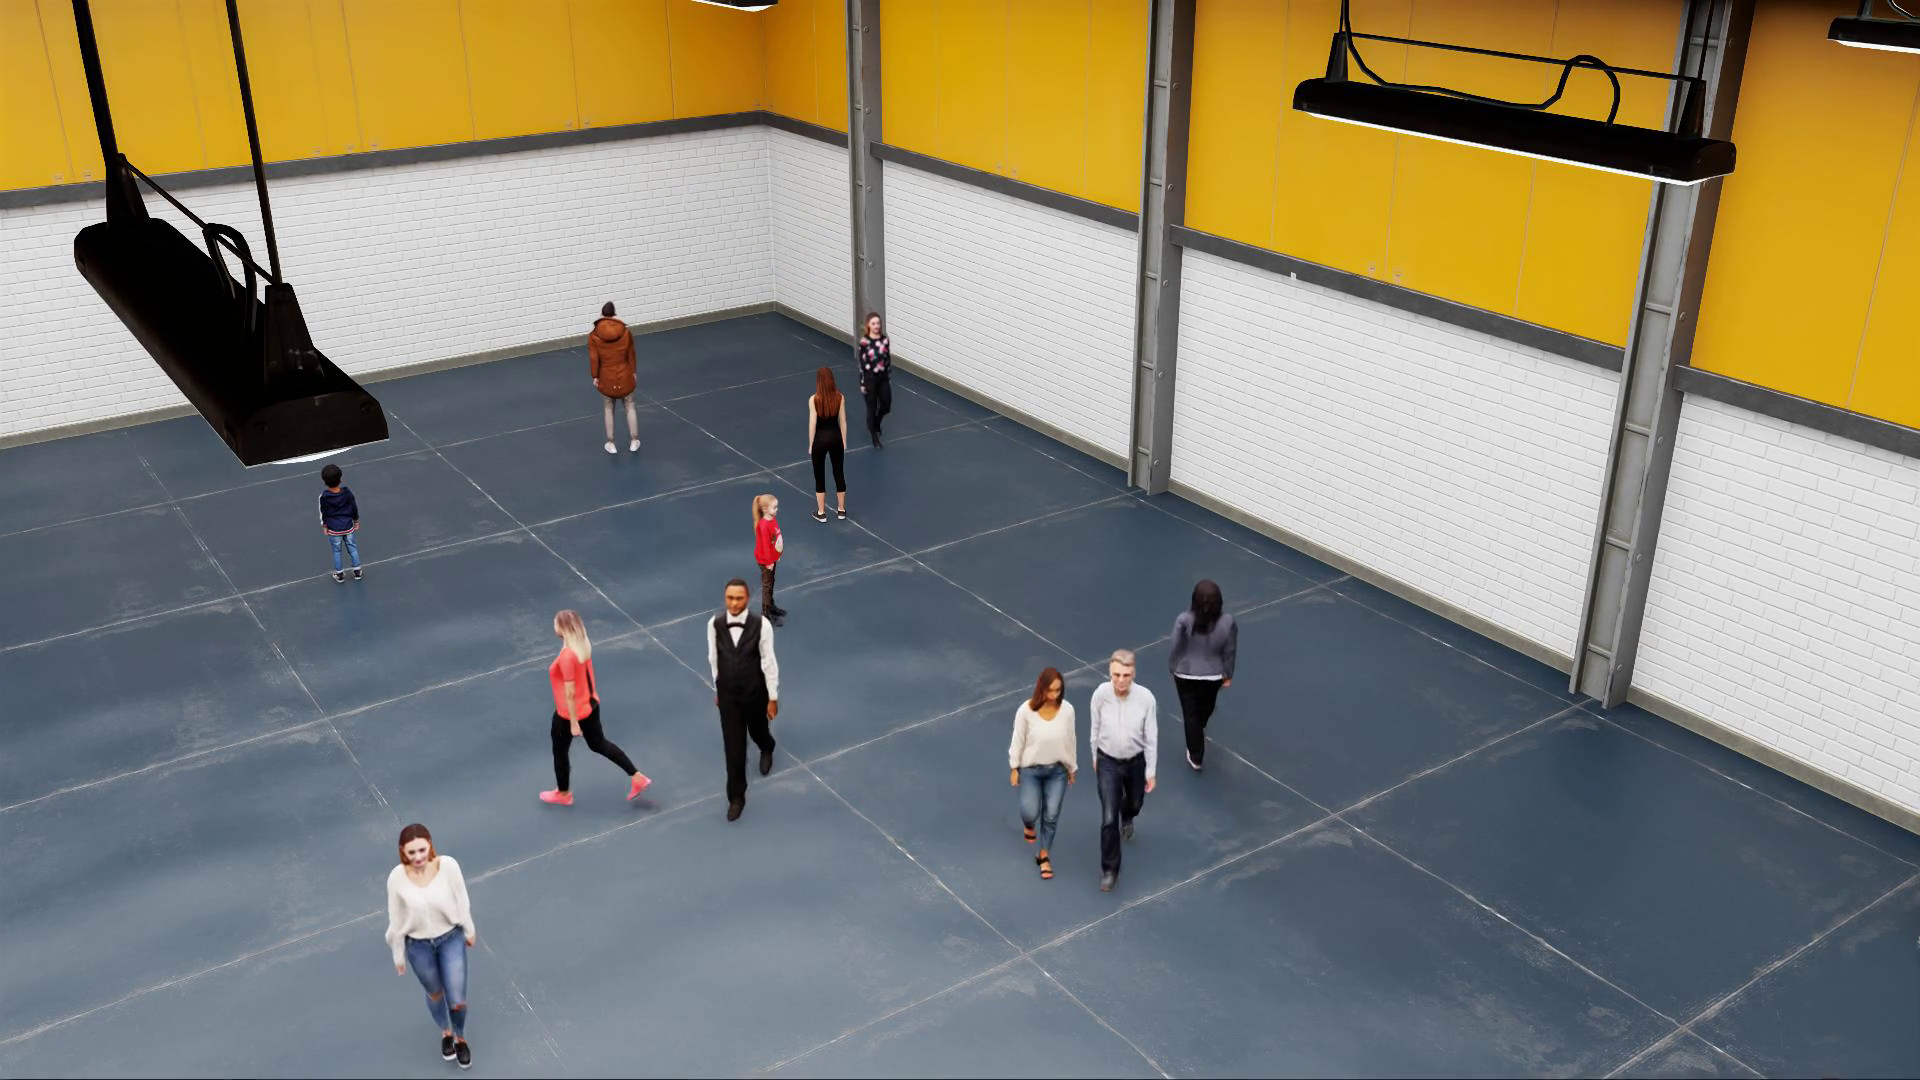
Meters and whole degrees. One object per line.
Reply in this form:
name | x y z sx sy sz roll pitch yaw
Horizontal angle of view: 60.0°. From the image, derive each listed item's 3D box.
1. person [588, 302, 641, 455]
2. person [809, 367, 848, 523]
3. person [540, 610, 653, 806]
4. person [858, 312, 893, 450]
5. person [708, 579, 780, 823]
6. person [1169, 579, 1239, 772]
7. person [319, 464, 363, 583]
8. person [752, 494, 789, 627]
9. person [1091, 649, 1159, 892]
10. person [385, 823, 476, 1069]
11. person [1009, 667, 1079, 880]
person | -4.119 -1.940 19.875 0.804 1.837 0.811 -6 24 -15
person | -1.434 -1.042 17.959 0.628 1.726 0.591 -8 25 -18
person | -2.797 1.315 12.649 1.153 1.660 1.080 4 24 10
person | -1.053 -1.942 20.084 0.661 1.673 0.767 -9 25 -21
person | -1.640 1.119 12.819 1.221 1.882 1.328 2 24 4
person | 1.927 1.093 13.280 0.951 1.561 1.127 -3 24 -6
person | -6.192 -0.173 16.600 0.539 1.221 0.510 -11 26 -23
person | -1.811 0.168 15.744 0.645 1.282 0.576 2 24 4
person | 1.188 1.550 11.950 1.164 1.789 1.222 4 24 8
person | -3.207 2.410 10.117 0.732 1.682 0.708 -7 25 -16
person | 0.575 1.613 11.952 0.814 1.672 0.889 -5 24 -12
